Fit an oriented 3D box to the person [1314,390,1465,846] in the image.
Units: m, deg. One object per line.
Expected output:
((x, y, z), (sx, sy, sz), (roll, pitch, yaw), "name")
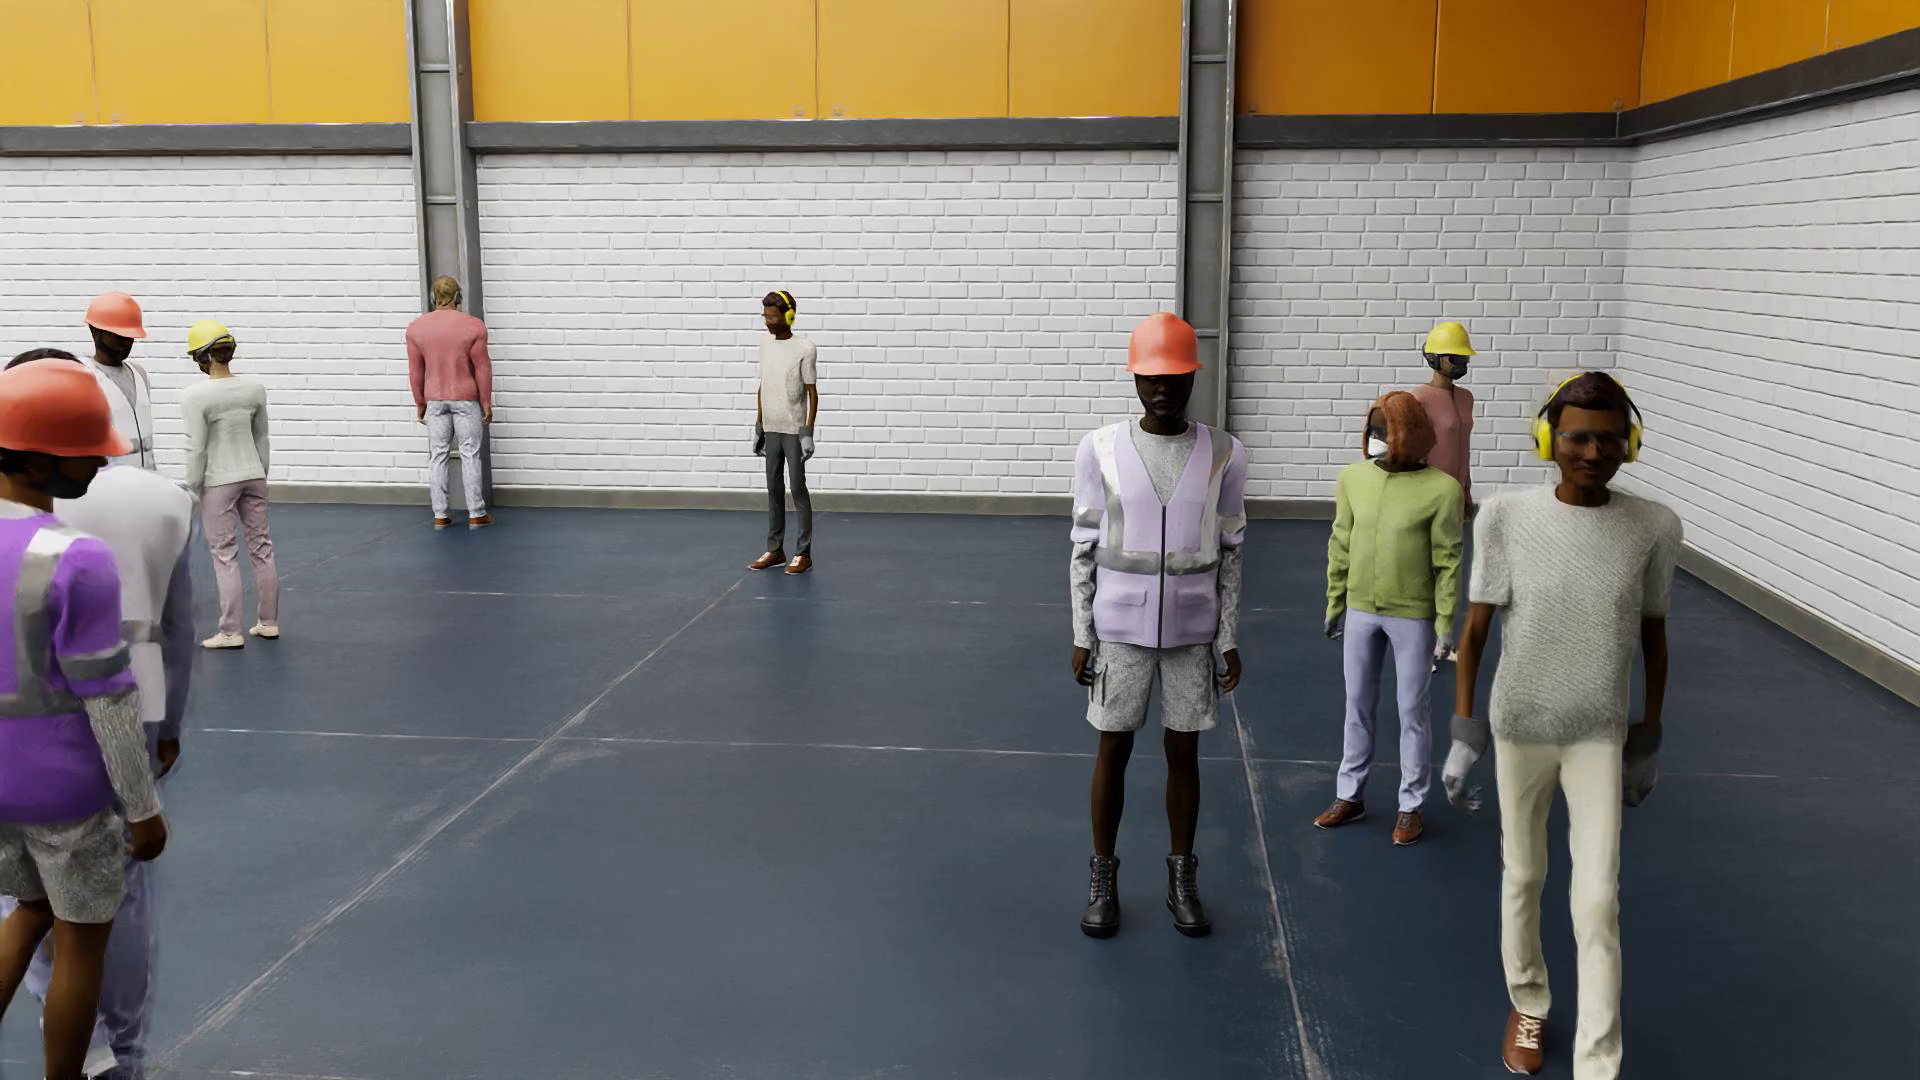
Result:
((1.547, 0.277, 5.991), (0.498, 1.633, 0.284), (8, 13, 40), "person")

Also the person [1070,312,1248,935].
((0.612, 0.272, 5.143), (0.543, 1.940, 0.361), (0, 10, 1), "person")

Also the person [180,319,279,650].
((-3.923, -0.294, 8.902), (0.330, 1.761, 0.523), (5, 11, 28), "person")

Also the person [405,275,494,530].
((-3.860, -1.038, 12.654), (0.630, 1.937, 0.373), (0, 10, 0), "person")

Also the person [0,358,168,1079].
((-2.094, 0.546, 3.719), (0.606, 1.897, 0.552), (3, 10, 18), "person")

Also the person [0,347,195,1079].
((-2.170, 0.474, 4.114), (0.451, 1.889, 0.627), (8, 12, 37), "person")

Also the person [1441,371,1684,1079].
((1.455, 0.519, 4.045), (0.521, 1.837, 0.828), (3, 10, 19), "person")

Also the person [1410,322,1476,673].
((2.442, -0.220, 8.459), (0.525, 1.769, 0.308), (-9, 13, -41), "person")

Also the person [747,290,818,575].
((-1.162, -0.704, 10.955), (0.521, 1.865, 0.327), (7, 12, 34), "person")
